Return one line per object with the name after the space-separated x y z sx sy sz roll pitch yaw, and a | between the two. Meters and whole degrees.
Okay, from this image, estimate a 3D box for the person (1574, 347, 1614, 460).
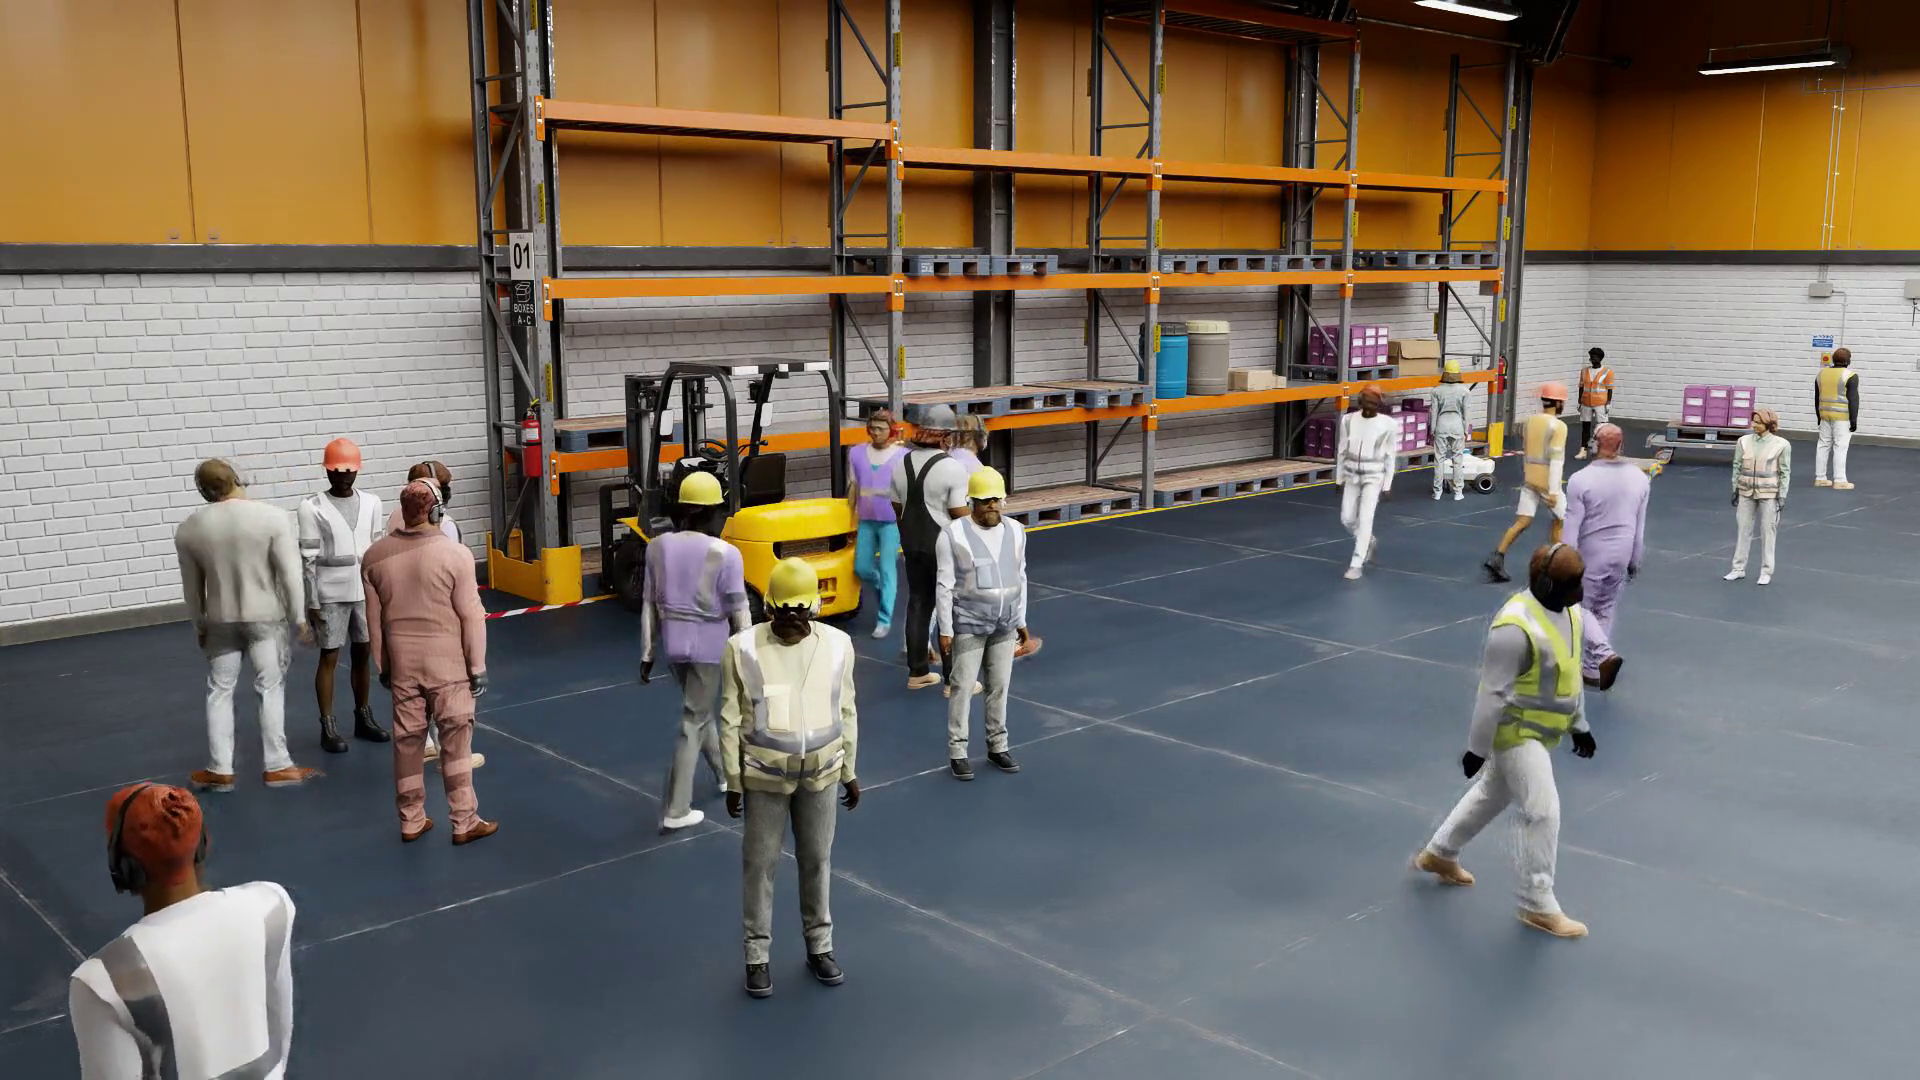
9.419 -2.015 24.693 0.319 1.692 0.539 -9 13 -42 | person

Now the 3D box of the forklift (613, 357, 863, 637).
-1.847 -0.414 13.852 1.214 2.155 2.313 -9 13 -42 | forklift

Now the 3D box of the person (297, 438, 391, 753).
-3.774 0.329 10.265 0.376 1.934 0.547 8 13 40 | person

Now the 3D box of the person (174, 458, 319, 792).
-4.058 0.489 9.448 0.703 1.902 0.357 0 10 -2 | person

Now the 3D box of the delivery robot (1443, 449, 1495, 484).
6.493 -0.932 21.406 0.707 0.478 0.477 1 10 8 | delivery robot

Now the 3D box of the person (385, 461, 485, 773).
-3.112 0.448 9.841 0.625 1.843 0.430 8 13 40 | person

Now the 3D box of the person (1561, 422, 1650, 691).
4.478 0.132 11.562 0.650 1.888 0.664 -2 10 -14 | person

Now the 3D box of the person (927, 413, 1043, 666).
0.064 0.006 12.350 1.024 1.886 0.621 -4 11 -24 | person

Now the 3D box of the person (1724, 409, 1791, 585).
7.415 -0.404 15.428 0.315 1.636 0.515 -8 13 -39 | person

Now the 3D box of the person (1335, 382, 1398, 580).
3.855 -0.569 15.719 0.588 1.864 0.596 7 12 34 | person

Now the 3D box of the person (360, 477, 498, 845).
-2.722 0.628 8.593 0.639 1.910 0.407 2 10 12 | person

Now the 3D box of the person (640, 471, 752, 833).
-1.350 0.566 8.996 0.615 1.882 0.956 5 11 28 | person

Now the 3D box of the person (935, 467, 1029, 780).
0.146 0.477 9.696 0.600 1.829 0.404 -5 11 -27 | person

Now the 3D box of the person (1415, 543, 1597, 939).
2.492 0.862 7.639 0.882 1.785 0.646 8 12 38 | person

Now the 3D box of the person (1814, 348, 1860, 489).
11.498 -1.593 21.782 0.429 1.845 0.631 -4 10 -21 | person

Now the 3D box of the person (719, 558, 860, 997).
-0.693 0.965 6.872 0.588 1.822 0.403 -4 10 -20 | person

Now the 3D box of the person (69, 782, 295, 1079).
-1.761 1.464 3.934 0.988 1.845 0.570 7 12 36 | person

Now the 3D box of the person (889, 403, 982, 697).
-0.127 0.057 11.544 0.683 2.000 0.538 9 13 42 | person

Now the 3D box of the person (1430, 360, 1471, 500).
6.111 -1.369 20.765 0.484 1.744 0.295 3 10 16 | person

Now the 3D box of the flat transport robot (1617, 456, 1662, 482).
9.163 -0.971 22.739 0.652 0.197 1.431 5 11 29 | flat transport robot

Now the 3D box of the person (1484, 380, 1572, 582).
5.369 -0.541 15.492 0.968 1.903 0.547 -4 11 -23 | person

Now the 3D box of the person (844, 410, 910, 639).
-0.622 -0.144 13.329 0.590 1.830 0.525 4 10 21 | person
